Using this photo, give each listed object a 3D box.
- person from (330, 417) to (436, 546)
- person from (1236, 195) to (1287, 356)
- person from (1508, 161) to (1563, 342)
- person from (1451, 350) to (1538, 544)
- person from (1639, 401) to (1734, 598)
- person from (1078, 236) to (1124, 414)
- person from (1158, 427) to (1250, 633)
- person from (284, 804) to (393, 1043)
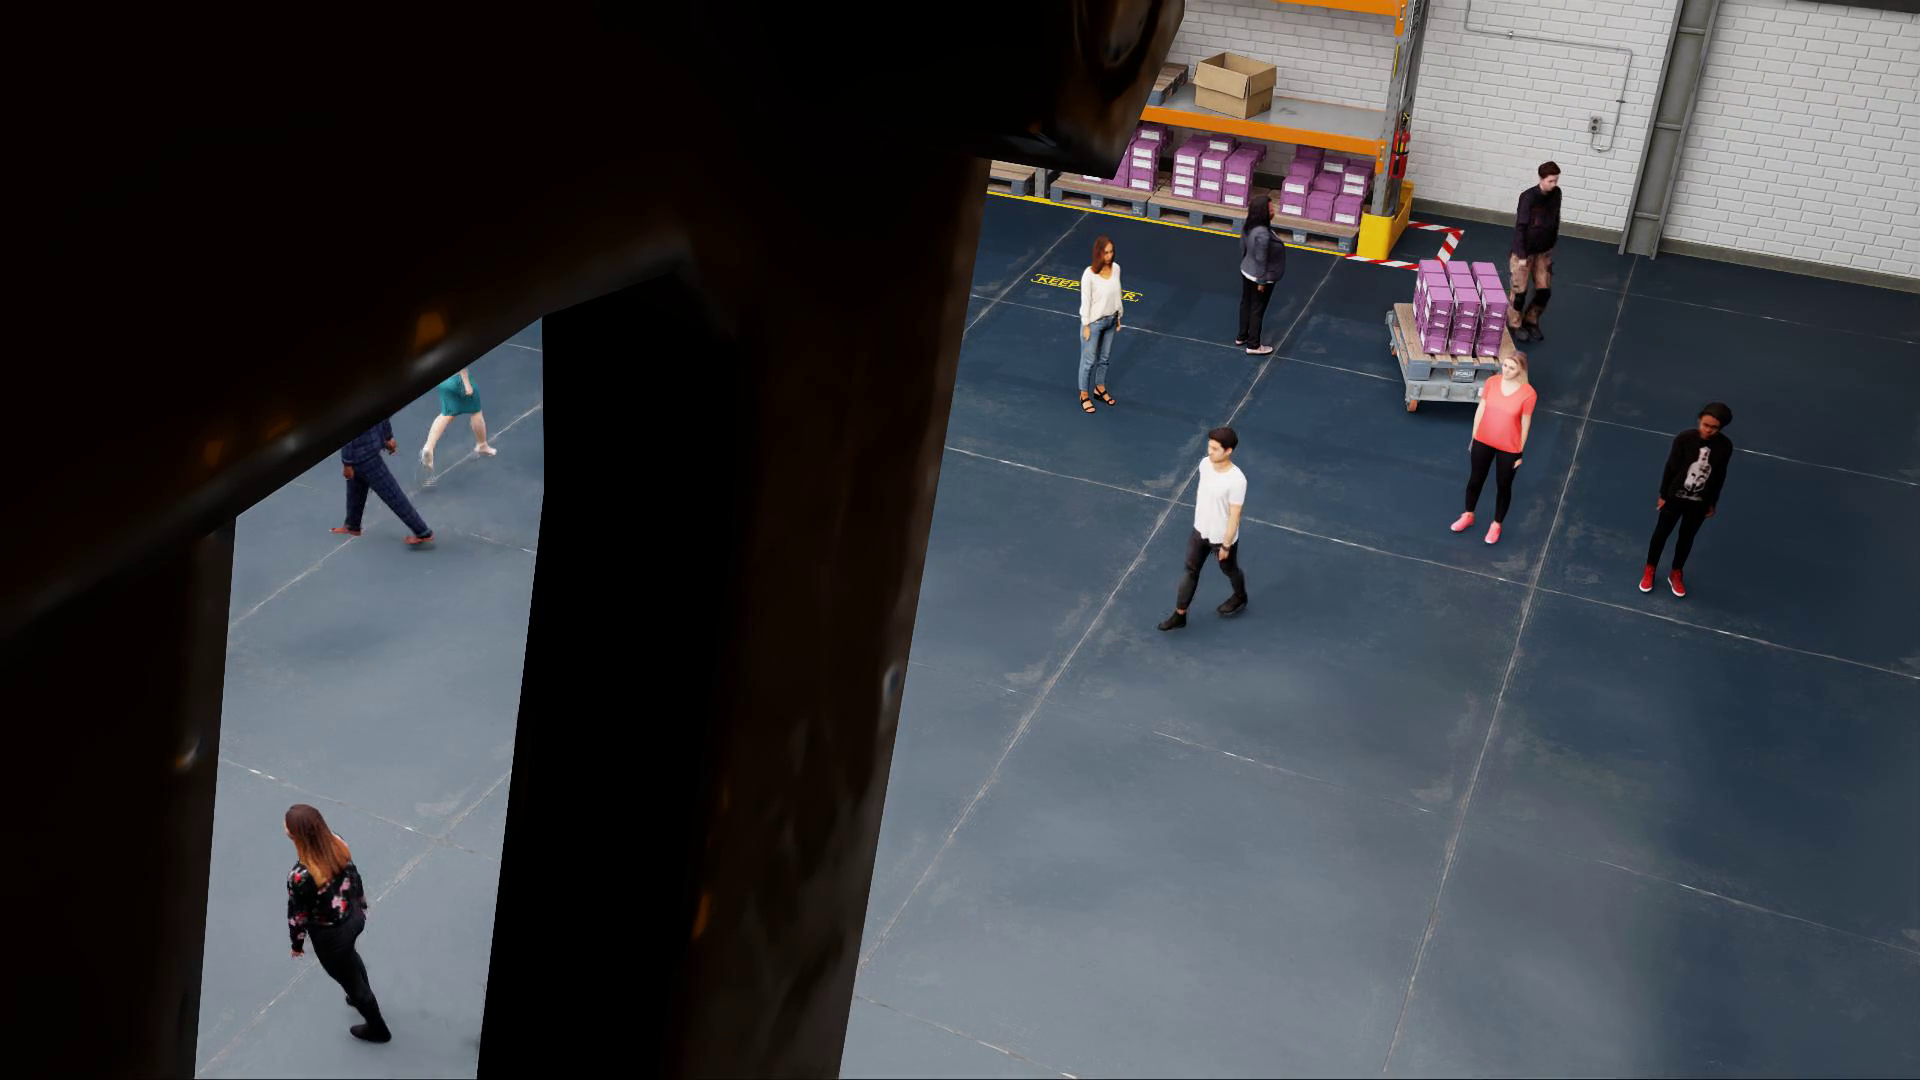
[{"bbox_3d":[-4.641,-0.695,13.216,1.242,1.766,0.923,5,34,7],"label":"person"},{"bbox_3d":[2.906,-2.600,16.236,0.842,1.597,0.797,-7,34,-10],"label":"person"},{"bbox_3d":[5.565,-2.861,16.354,0.804,1.900,0.879,-12,36,-18],"label":"person"},{"bbox_3d":[4.340,-0.766,13.389,0.542,1.694,0.701,24,40,31],"label":"person"},{"bbox_3d":[5.589,-0.342,12.769,0.507,1.674,0.681,10,35,14],"label":"person"},{"bbox_3d":[1.274,-1.999,15.254,0.693,1.682,0.693,-23,40,-30],"label":"person"},{"bbox_3d":[1.978,-0.093,12.389,1.055,1.679,1.115,-20,38,-27],"label":"person"},{"bbox_3d":[-3.325,2.126,9.060,0.663,1.668,0.644,7,34,11],"label":"person"}]
